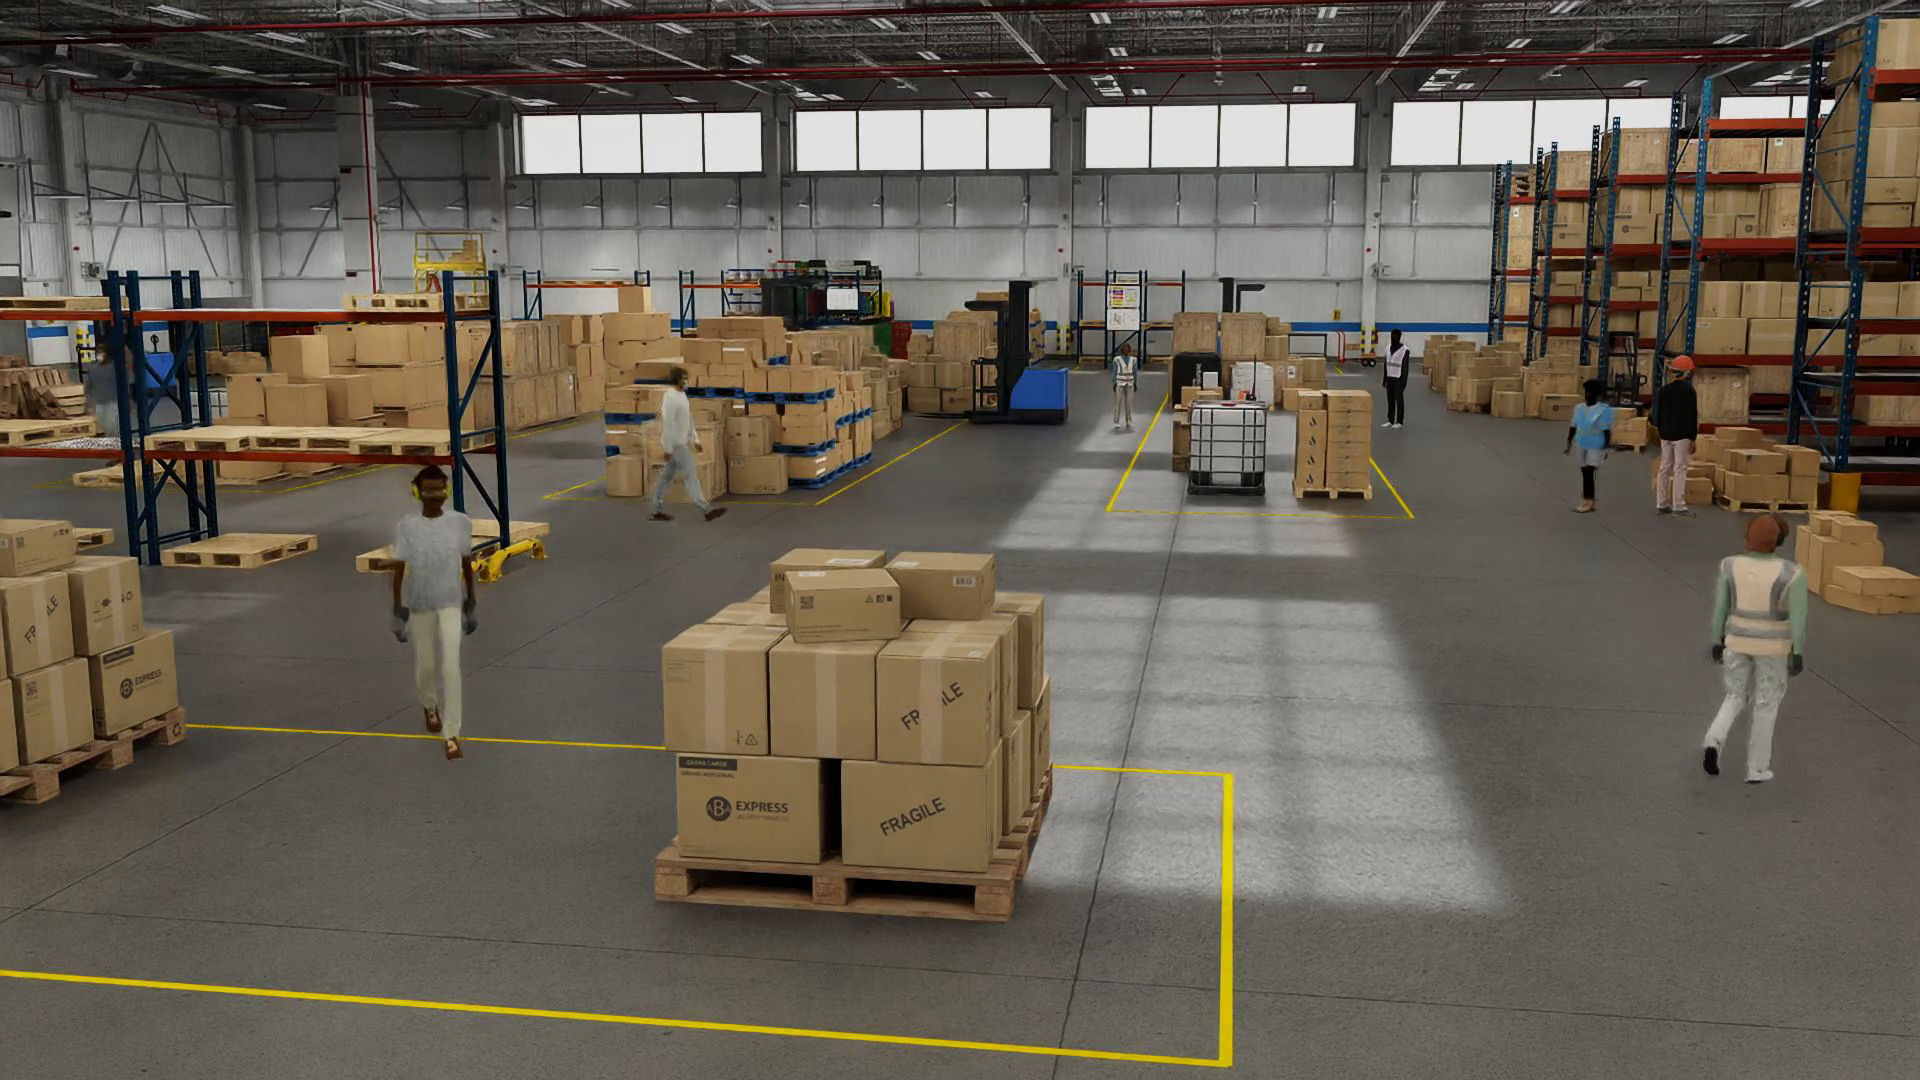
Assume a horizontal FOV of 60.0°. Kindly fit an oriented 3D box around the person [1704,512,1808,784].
[{"bbox_3d":[4.656,0.652,9.757,0.458,1.629,0.525,-8,12,-39],"label":"person"}]

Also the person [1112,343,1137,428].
[{"bbox_3d":[3.183,-2.991,32.175,0.515,1.641,0.309,-3,10,-15],"label":"person"}]

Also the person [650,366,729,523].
[{"bbox_3d":[-3.309,-1.144,20.020,1.014,1.884,0.635,0,9,-1],"label":"person"}]

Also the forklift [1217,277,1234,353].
[{"bbox_3d":[7.757,-6.236,48.373,1.873,2.768,1.129,1,9,9],"label":"forklift"}]

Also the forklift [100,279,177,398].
[{"bbox_3d":[-19.606,-4.720,39.027,1.873,2.768,1.129,1,9,9],"label":"forklift"}]

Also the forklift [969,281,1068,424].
[{"bbox_3d":[1.194,-3.753,33.059,1.873,2.768,1.129,1,9,9],"label":"forklift"}]

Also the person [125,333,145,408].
[{"bbox_3d":[-18.315,-3.723,36.574,0.559,1.670,0.569,6,11,33],"label":"person"}]

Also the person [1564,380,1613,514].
[{"bbox_3d":[7.766,-1.148,20.714,0.744,1.673,0.548,-6,11,-31],"label":"person"}]

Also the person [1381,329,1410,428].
[{"bbox_3d":[8.412,-3.108,32.076,0.397,1.911,0.587,-6,11,-31],"label":"person"}]

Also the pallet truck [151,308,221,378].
[{"bbox_3d":[-21.869,-5.598,47.154,0.823,1.965,1.885,4,10,26],"label":"pallet truck"}]

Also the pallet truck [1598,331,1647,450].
[{"bbox_3d":[11.253,-2.573,28.499,0.823,1.965,1.885,5,10,27],"label":"pallet truck"}]

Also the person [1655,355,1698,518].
[{"bbox_3d":[8.832,-1.268,20.454,0.375,1.997,0.612,-3,10,-19],"label":"person"}]

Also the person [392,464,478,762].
[{"bbox_3d":[-3.347,0.413,10.584,0.520,1.834,0.950,-3,10,-21],"label":"person"}]

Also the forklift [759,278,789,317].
[{"bbox_3d":[-4.736,-5.290,42.537,1.873,2.768,1.129,4,10,24],"label":"forklift"}]

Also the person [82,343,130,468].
[{"bbox_3d":[-13.139,-2.058,25.562,0.633,1.915,0.598,2,9,11],"label":"person"}]
